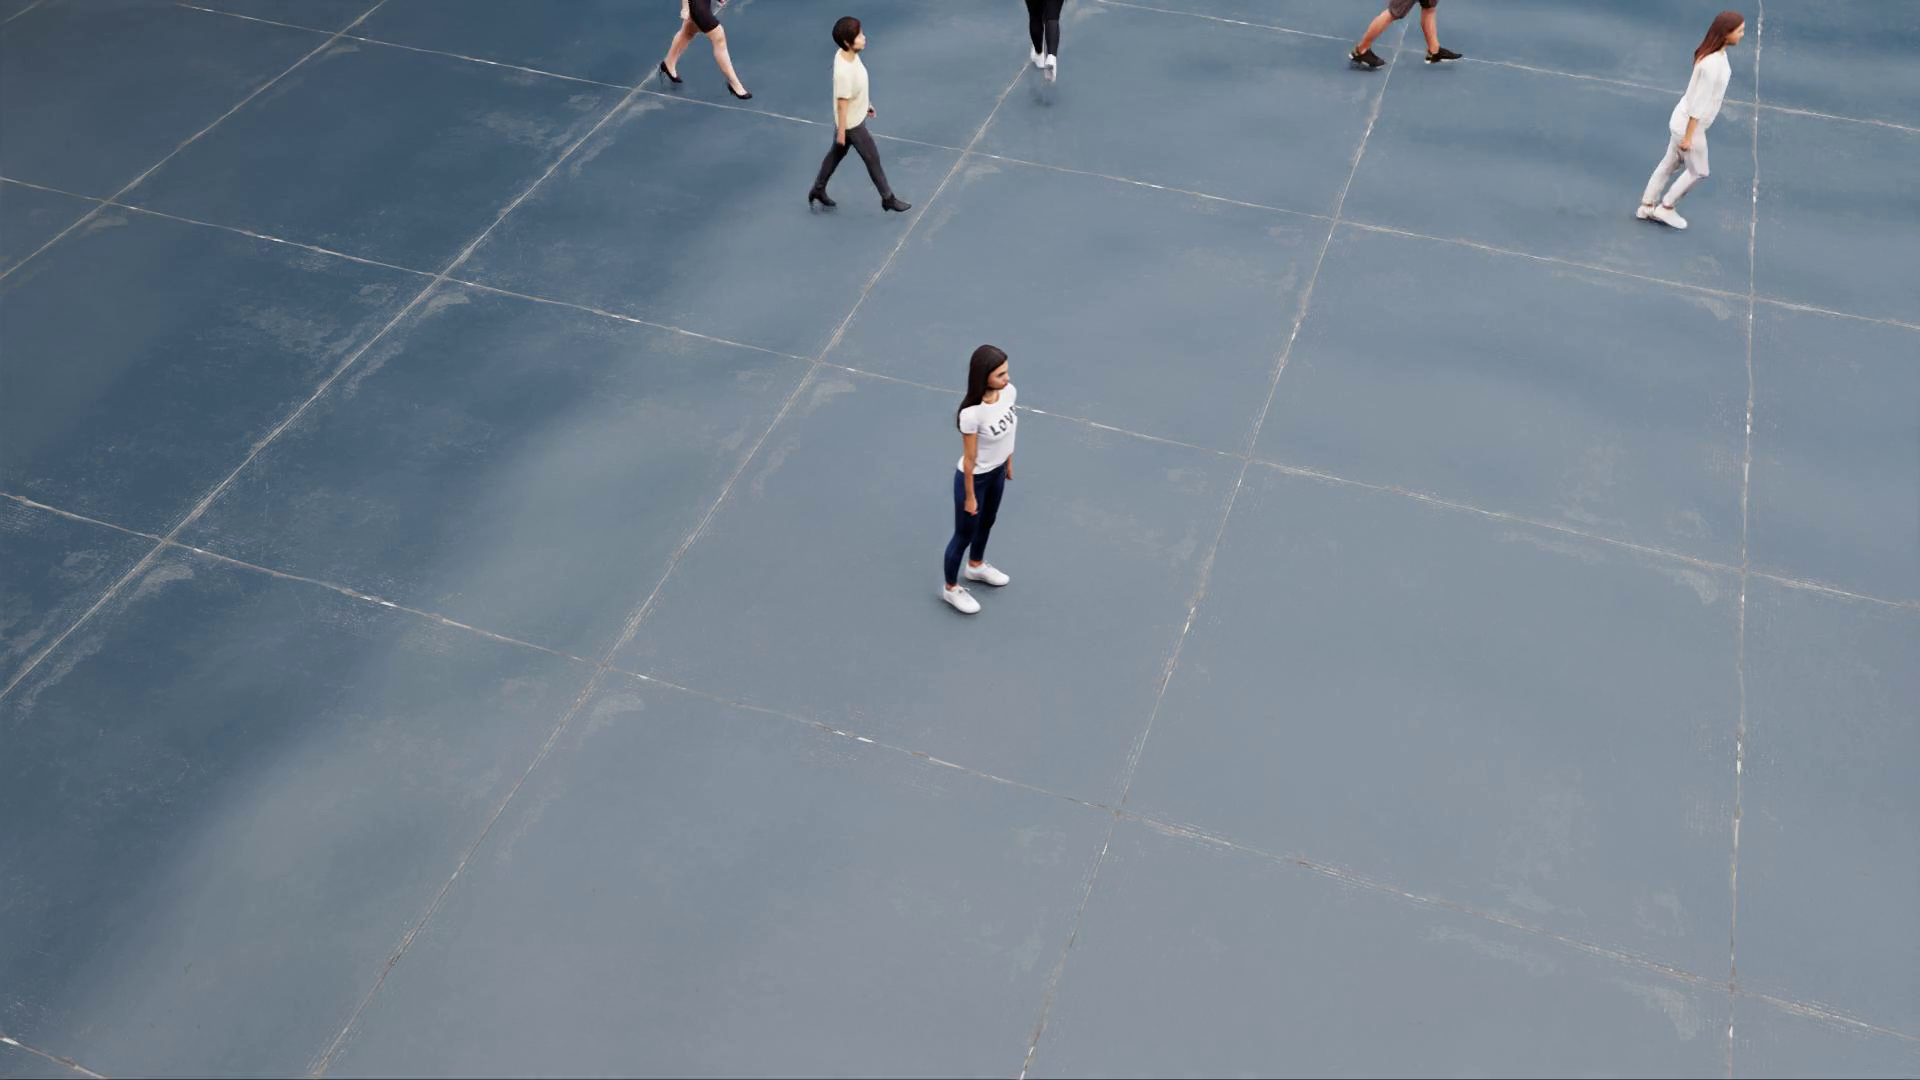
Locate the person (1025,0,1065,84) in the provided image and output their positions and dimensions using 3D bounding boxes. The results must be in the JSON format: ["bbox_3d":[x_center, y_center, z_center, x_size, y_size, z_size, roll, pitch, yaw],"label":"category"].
[{"bbox_3d":[0.699,-4.585,13.796,1.043,1.618,0.950,-4,43,-4],"label":"person"}]

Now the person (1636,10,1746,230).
[{"bbox_3d":[5.252,-3.050,12.110,0.586,1.676,0.611,14,45,14],"label":"person"}]

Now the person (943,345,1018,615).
[{"bbox_3d":[0.097,-0.338,9.138,0.640,1.767,0.651,27,49,26],"label":"person"}]

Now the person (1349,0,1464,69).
[{"bbox_3d":[3.732,-4.761,13.838,1.290,1.819,0.904,3,43,3],"label":"person"}]

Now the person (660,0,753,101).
[{"bbox_3d":[-2.205,-4.386,13.594,1.070,1.603,0.573,12,44,13],"label":"person"}]

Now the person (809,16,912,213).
[{"bbox_3d":[-0.873,-3.087,12.245,1.094,1.545,0.851,-2,43,-2],"label":"person"}]
